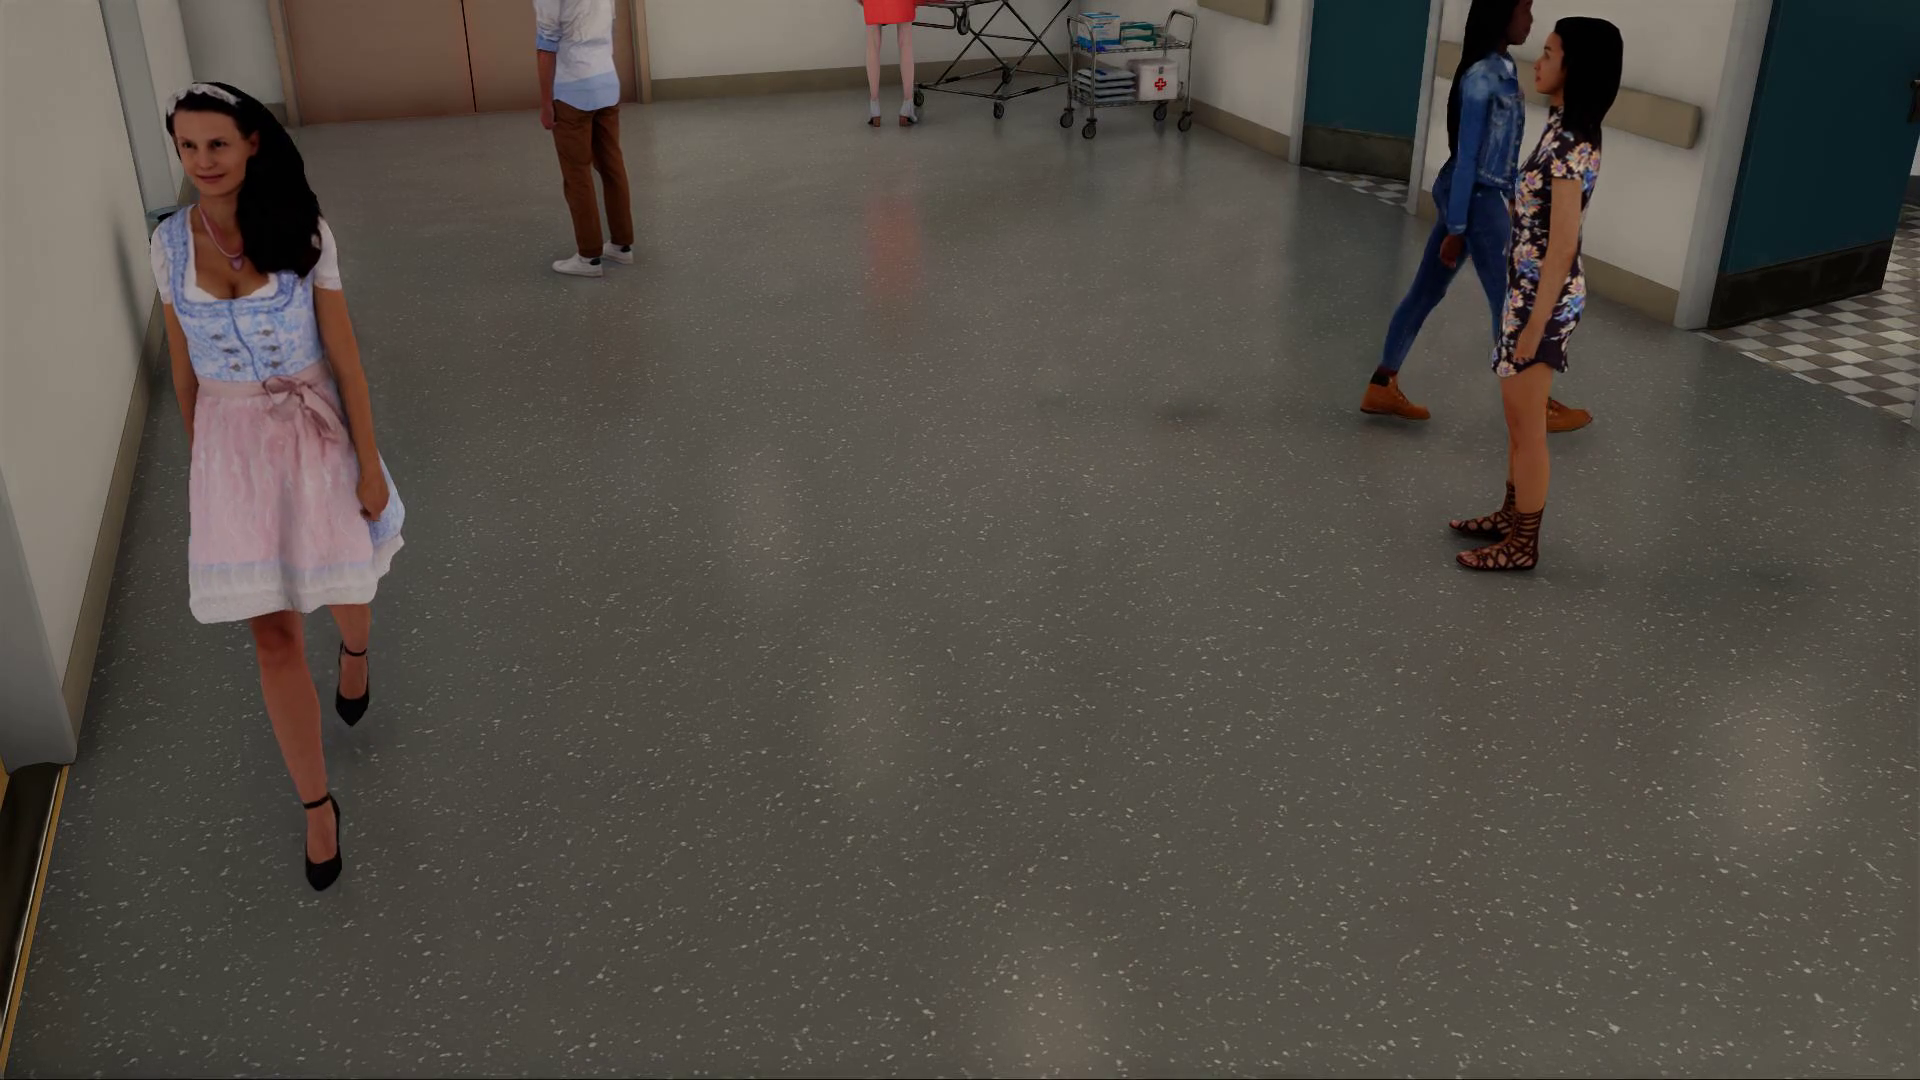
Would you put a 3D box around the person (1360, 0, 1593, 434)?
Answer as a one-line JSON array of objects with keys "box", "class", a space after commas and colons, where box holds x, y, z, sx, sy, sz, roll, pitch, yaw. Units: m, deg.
[{"box": [1.805, -1.211, 6.224, 1.108, 1.682, 1.107, 8, 27, 16], "class": "person"}]

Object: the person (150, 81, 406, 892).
[{"box": [-1.569, -0.162, 3.945, 0.704, 1.773, 1.166, -6, 26, -12], "class": "person"}]

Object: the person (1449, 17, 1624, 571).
[{"box": [1.803, -0.728, 5.164, 0.730, 1.733, 0.638, 7, 27, 13], "class": "person"}]

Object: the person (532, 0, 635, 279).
[{"box": [-1.852, -2.227, 8.168, 0.804, 1.824, 0.753, 13, 28, 24], "class": "person"}]

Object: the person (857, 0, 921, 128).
[{"box": [-0.488, -3.759, 11.341, 0.653, 1.828, 0.624, 0, 26, 1], "class": "person"}]
